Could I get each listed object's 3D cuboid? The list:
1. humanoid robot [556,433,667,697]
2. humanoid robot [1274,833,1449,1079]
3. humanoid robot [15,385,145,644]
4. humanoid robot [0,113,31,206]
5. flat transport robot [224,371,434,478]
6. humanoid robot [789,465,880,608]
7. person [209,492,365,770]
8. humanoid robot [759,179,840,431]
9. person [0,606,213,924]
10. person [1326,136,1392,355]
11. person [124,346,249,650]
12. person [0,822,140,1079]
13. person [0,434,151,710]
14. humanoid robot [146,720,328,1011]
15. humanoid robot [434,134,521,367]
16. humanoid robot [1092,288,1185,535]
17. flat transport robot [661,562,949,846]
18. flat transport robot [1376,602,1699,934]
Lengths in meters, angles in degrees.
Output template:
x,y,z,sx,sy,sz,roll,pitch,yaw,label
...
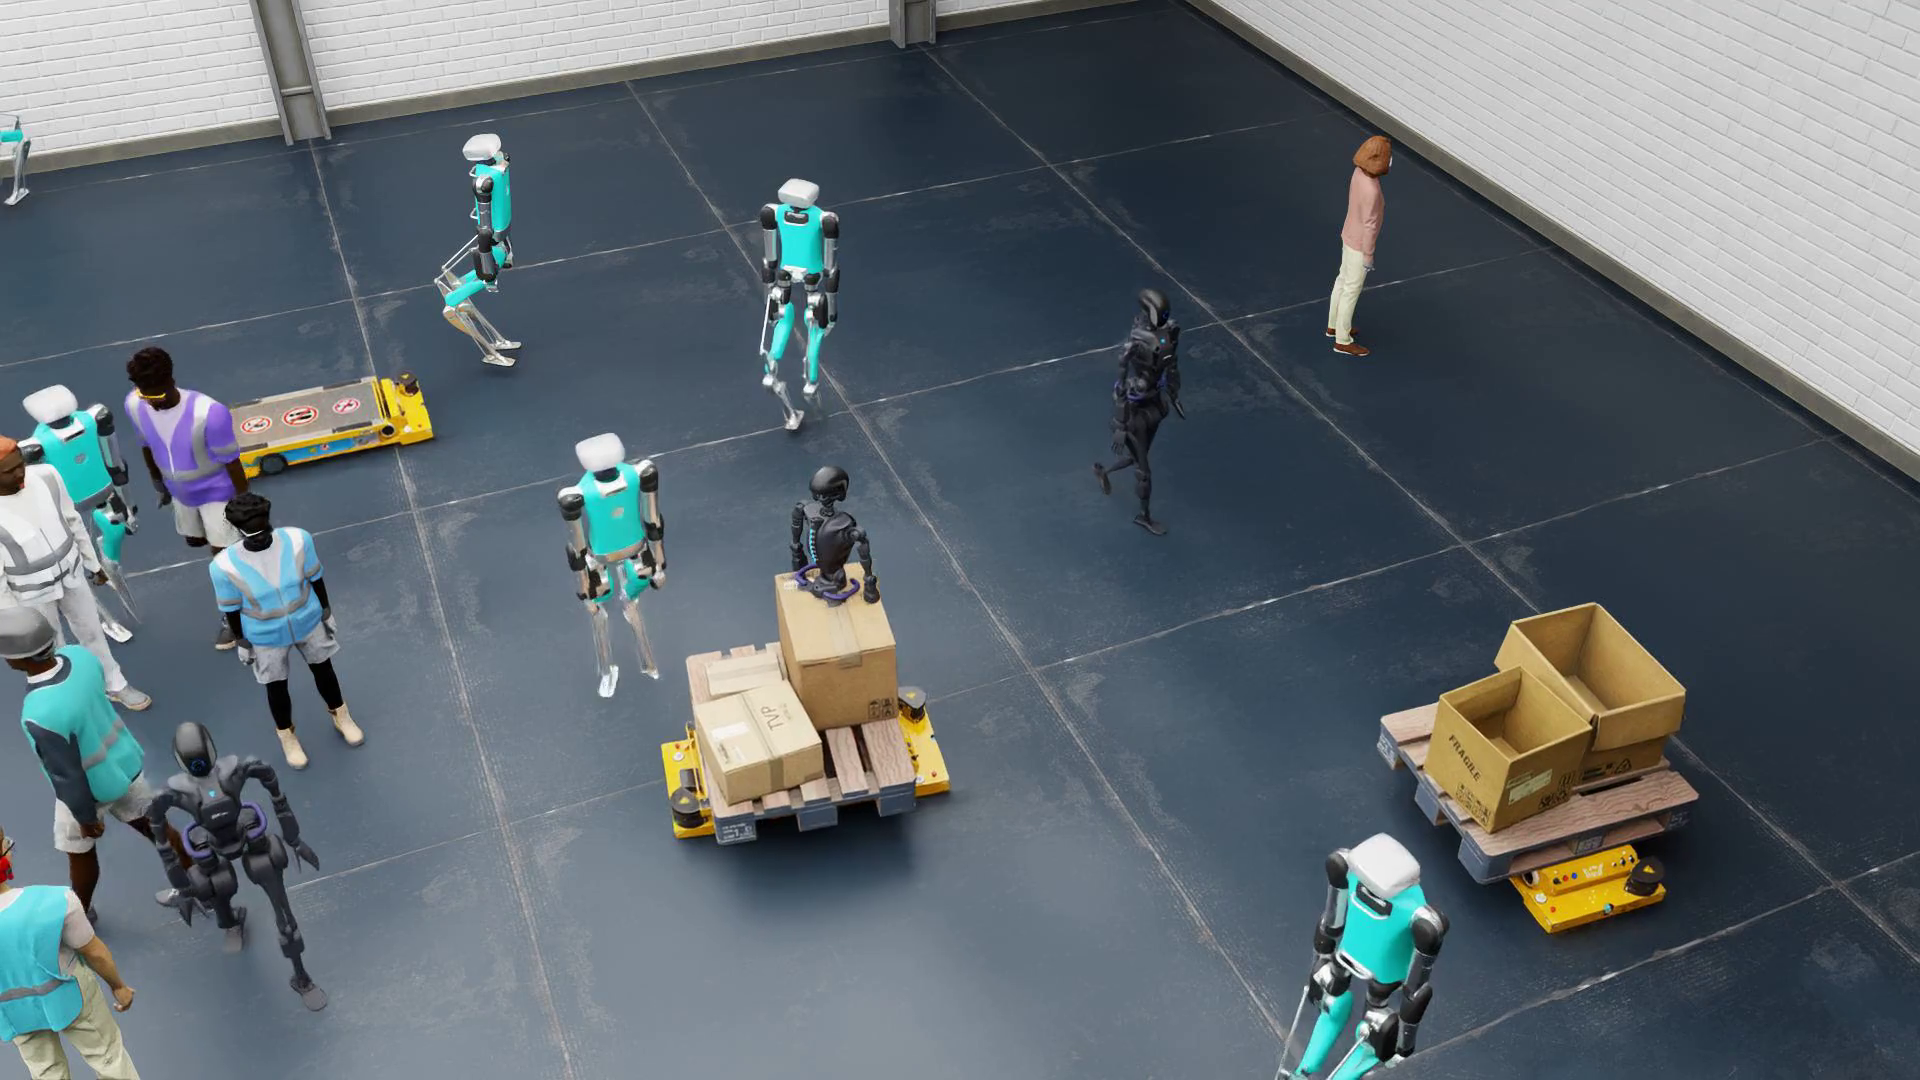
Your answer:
x,y,z,sx,sy,sz,roll,pitch,yaw,label
-1.888,0.114,8.930,0.531,1.786,0.723,-21,42,-25,humanoid robot
1.396,1.978,6.547,0.786,1.827,0.560,-25,44,-28,humanoid robot
-4.912,-0.089,9.278,0.708,1.889,0.537,23,43,27,humanoid robot
-7.968,-3.383,13.468,0.542,1.731,1.027,4,38,5,humanoid robot
-4.362,-0.772,11.279,1.431,0.231,0.659,-14,40,-18,flat transport robot
-0.666,0.316,8.695,0.599,1.657,0.315,26,44,29,humanoid robot
-3.460,0.451,8.519,0.533,1.691,0.317,-25,44,-29,person
-1.101,-1.394,10.935,0.542,1.836,0.748,9,38,11,humanoid robot
-4.036,1.047,7.578,0.865,1.898,0.570,1,38,1,person
2.870,-2.118,11.907,0.283,1.633,0.497,-1,38,-1,person
-4.233,-0.346,9.374,0.636,1.930,0.764,7,38,9,person
-3.614,1.839,6.588,0.568,1.840,0.373,-10,39,-13,person
-4.732,0.236,8.651,0.353,1.876,0.574,16,40,20,person
-3.210,1.376,7.373,0.603,1.643,0.741,-22,43,-26,humanoid robot
-3.408,-2.010,11.575,0.735,1.677,0.533,2,38,2,humanoid robot
1.081,-0.849,10.251,0.681,1.647,0.590,31,47,34,humanoid robot
-0.826,1.161,8.762,1.431,0.231,0.659,-9,38,-11,flat transport robot
2.900,1.349,8.517,0.659,0.231,1.431,-12,39,-15,flat transport robot
